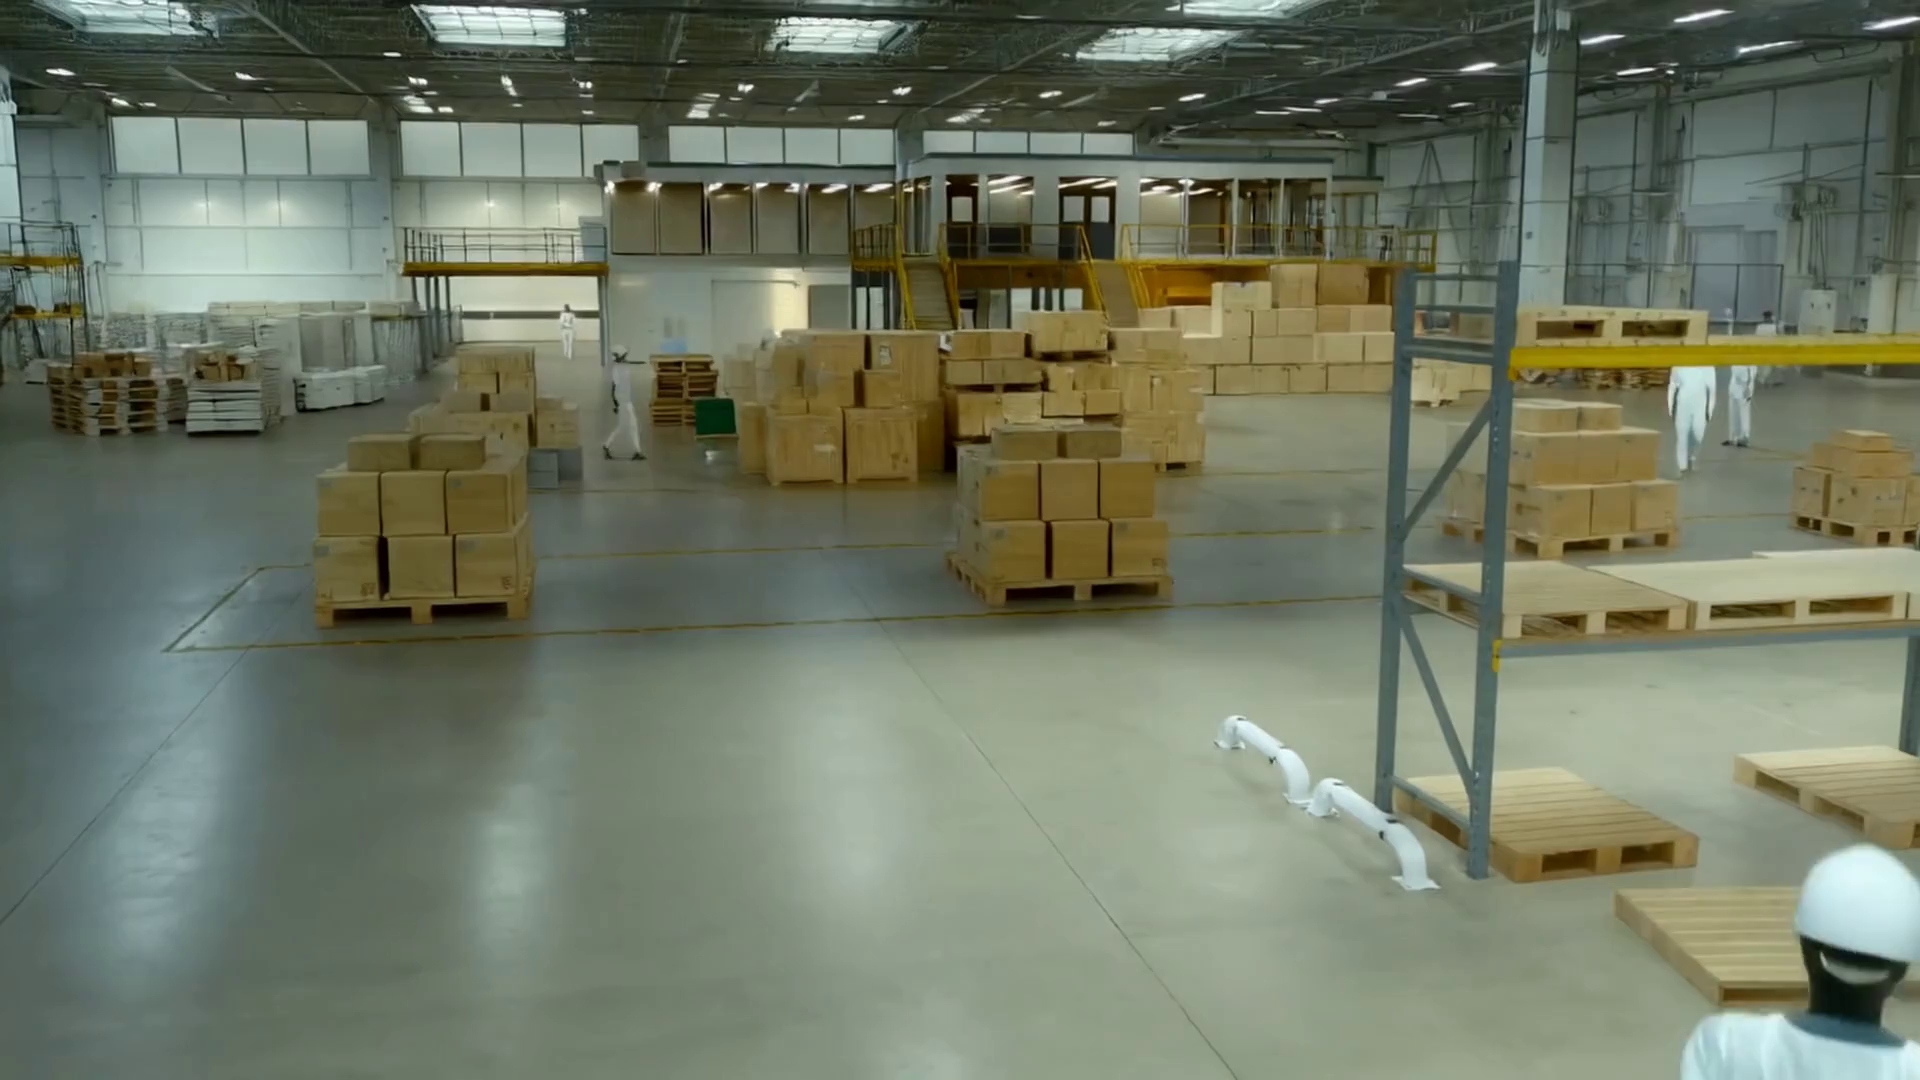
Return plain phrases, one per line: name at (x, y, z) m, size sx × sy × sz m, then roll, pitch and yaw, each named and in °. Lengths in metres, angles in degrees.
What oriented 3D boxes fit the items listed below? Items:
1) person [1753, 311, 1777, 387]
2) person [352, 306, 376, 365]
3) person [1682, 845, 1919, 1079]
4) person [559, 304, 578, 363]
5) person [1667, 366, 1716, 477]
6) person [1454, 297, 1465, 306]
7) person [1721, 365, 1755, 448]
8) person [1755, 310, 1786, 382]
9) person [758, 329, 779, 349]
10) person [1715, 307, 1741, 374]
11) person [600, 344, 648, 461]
person at (20.085, -4.753, 41.525) m, size 0.447 × 1.913 × 0.617 m, roll -7°, pitch 12°, yaw -36°
person at (-15.009, -4.888, 41.997) m, size 0.608 × 2.034 × 0.397 m, roll 3°, pitch 10°, yaw 16°
person at (1.648, 1.547, 3.208) m, size 0.547 × 1.901 × 0.928 m, roll 3°, pitch 10°, yaw 20°
person at (-12.296, -6.470, 52.193) m, size 0.591 × 1.837 × 0.946 m, roll -1°, pitch 9°, yaw -5°
person at (10.517, -1.874, 23.973) m, size 0.639 × 1.920 × 0.629 m, roll 3°, pitch 10°, yaw 18°
person at (18.275, -7.979, 61.012) m, size 0.619 × 1.976 × 0.643 m, roll -1°, pitch 9°, yaw -3°
person at (13.003, -2.405, 27.743) m, size 0.297 × 1.744 × 0.487 m, roll -3°, pitch 10°, yaw -19°
person at (21.410, -5.121, 43.896) m, size 0.982 × 1.886 × 0.543 m, roll 9°, pitch 13°, yaw 44°
person at (-3.085, -2.442, 27.198) m, size 0.395 × 1.992 × 0.623 m, roll 0°, pitch 9°, yaw -2°
person at (21.699, -5.664, 47.071) m, size 0.645 × 1.916 × 0.720 m, roll 0°, pitch 9°, yaw -1°
person at (-5.299, -2.135, 25.927) m, size 0.939 × 1.837 × 0.526 m, roll 6°, pitch 11°, yaw 33°
